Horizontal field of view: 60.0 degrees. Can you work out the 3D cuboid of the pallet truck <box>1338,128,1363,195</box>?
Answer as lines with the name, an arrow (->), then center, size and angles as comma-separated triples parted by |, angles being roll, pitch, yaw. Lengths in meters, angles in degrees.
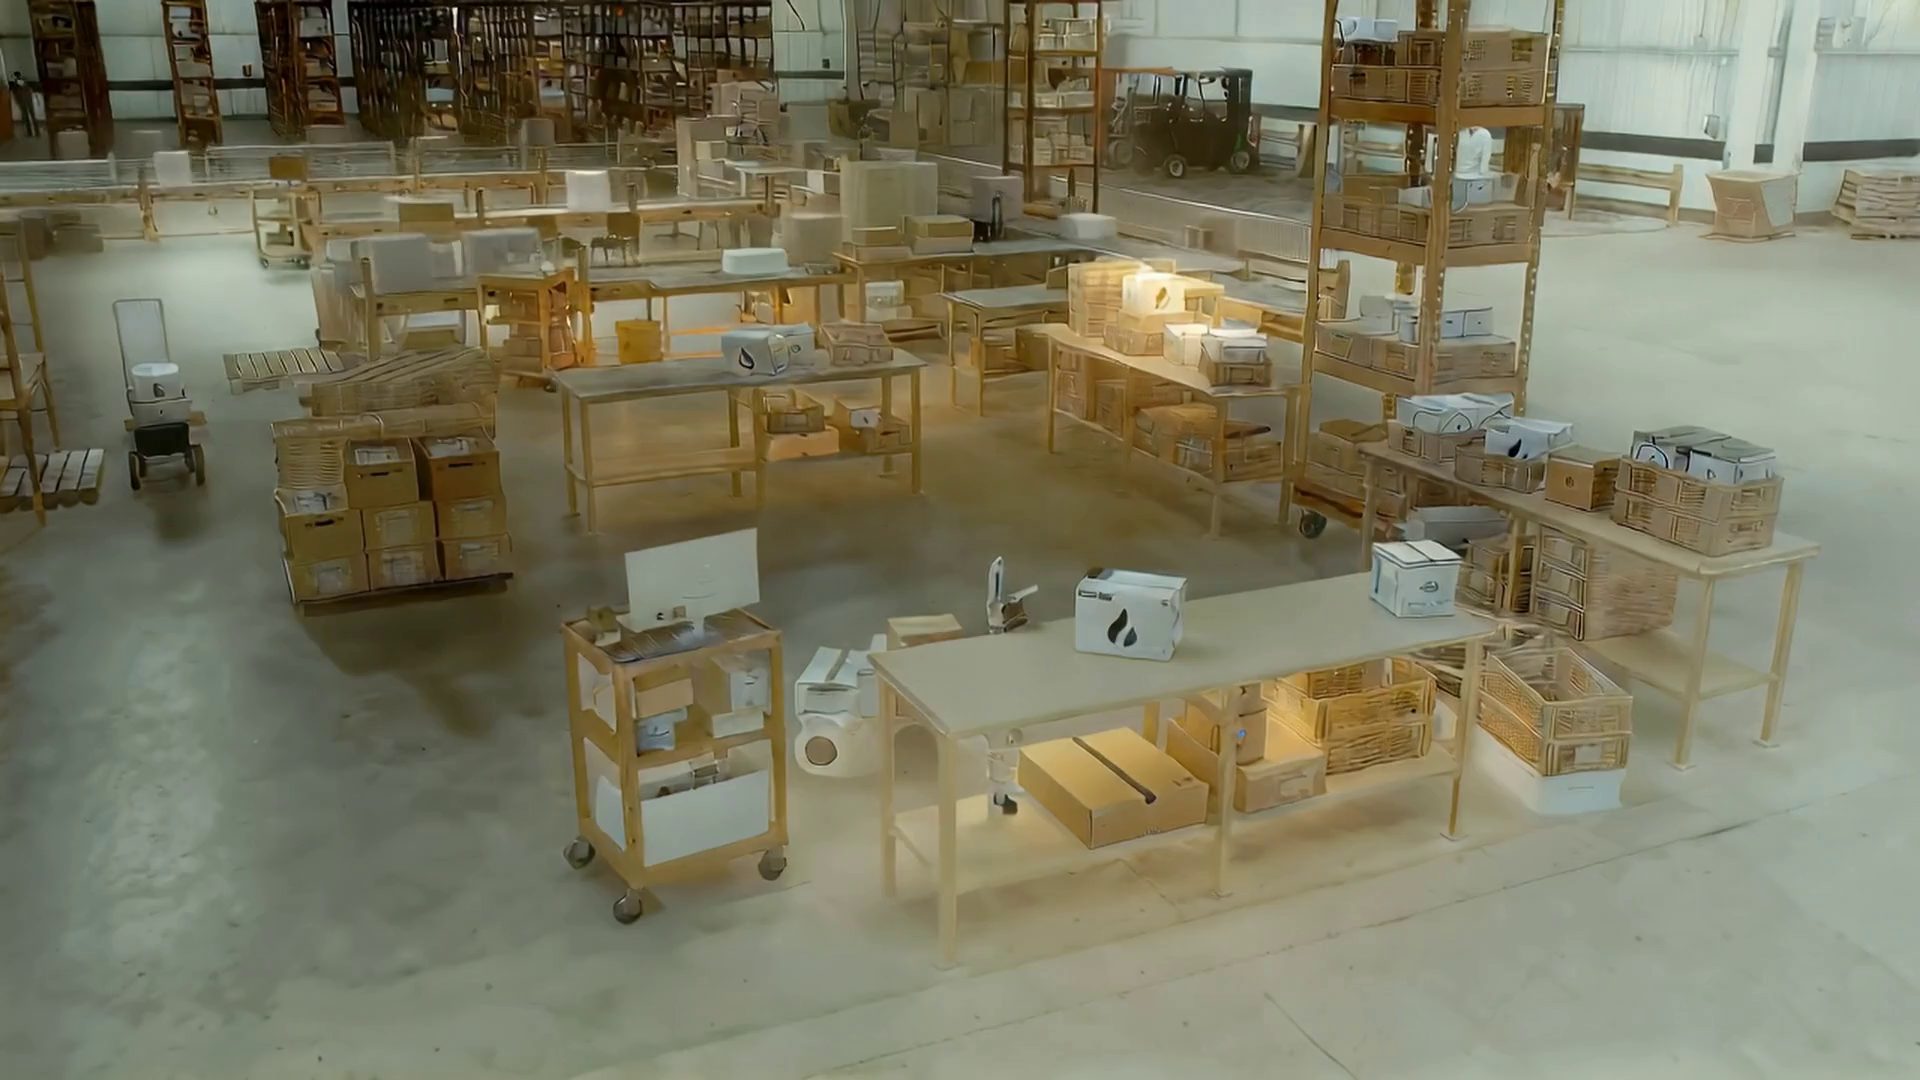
pallet truck -> 7.845, -7.140, 31.411 | 1.522, 1.261, 0.704 | -9, 20, -25

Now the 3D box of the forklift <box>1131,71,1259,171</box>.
forklift -> 4.998, -8.936, 35.413 | 2.680, 1.987, 1.157 | -9, 20, -25

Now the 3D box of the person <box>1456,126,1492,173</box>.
person -> 8.004, -5.784, 26.140 | 0.407, 1.904, 0.654 | -7, 19, -22

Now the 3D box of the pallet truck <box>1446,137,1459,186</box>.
pallet truck -> 9.184, -6.485, 29.328 | 1.630, 1.274, 0.653 | -8, 19, -23

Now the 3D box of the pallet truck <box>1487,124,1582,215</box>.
pallet truck -> 9.707, -6.455, 28.103 | 1.885, 1.965, 0.823 | -7, 19, -20

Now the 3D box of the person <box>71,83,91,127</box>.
person -> -21.761, -10.450, 41.013 | 0.823, 1.805, 0.600 | -11, 21, -31

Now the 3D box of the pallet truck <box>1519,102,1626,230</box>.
pallet truck -> 9.972, -6.037, 26.785 | 1.885, 1.965, 0.823 | -9, 20, -25

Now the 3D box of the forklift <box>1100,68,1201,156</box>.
forklift -> 4.082, -9.564, 37.410 | 2.680, 1.987, 1.157 | -8, 19, -23

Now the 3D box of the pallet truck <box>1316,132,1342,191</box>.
pallet truck -> 7.723, -7.504, 32.656 | 1.601, 1.201, 0.680 | -8, 19, -23

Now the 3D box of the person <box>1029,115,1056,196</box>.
person -> 1.230, -5.977, 26.600 | 0.991, 2.008, 0.623 | 9, 20, 26

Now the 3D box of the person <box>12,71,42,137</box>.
person -> -26.078, -12.178, 46.476 | 0.560, 1.783, 1.014 | -13, 22, -36
